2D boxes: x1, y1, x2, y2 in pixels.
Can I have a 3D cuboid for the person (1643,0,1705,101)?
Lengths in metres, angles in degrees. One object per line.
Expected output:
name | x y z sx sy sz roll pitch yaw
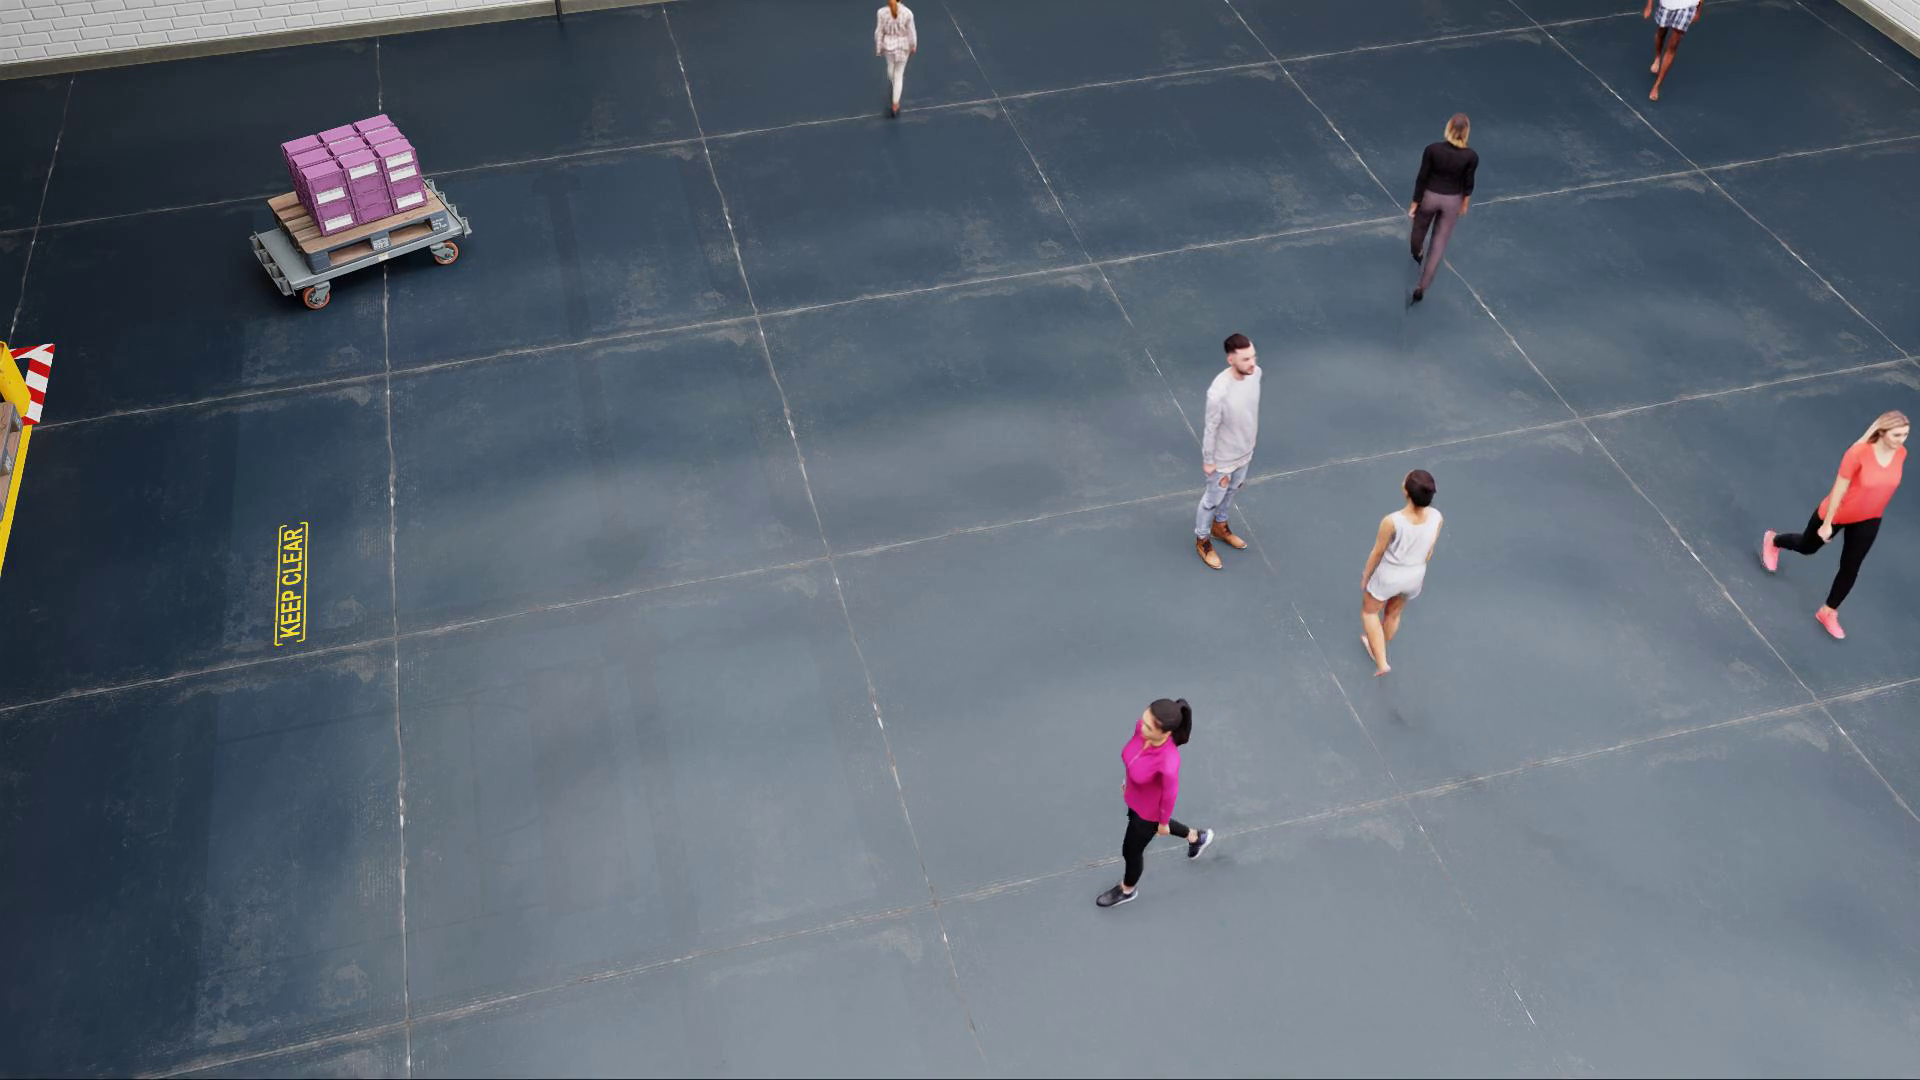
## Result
person | 7.016 -5.253 16.253 1.122 1.679 1.230 18 46 18

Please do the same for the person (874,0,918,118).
person | -0.626 -4.681 15.941 0.755 1.280 0.956 5 44 6

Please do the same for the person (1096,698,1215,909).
person | 1.127 1.428 9.240 0.634 1.679 0.888 -12 45 -12

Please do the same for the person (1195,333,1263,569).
person | 1.821 -0.635 11.288 0.763 1.841 0.770 34 53 31

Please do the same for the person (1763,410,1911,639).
person | 5.781 -0.206 10.966 0.716 1.664 1.145 -4 44 -4

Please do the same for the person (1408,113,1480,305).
person | 3.887 -2.649 13.546 0.929 1.643 1.080 12 45 12

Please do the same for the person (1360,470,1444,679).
person | 2.789 0.265 10.505 0.633 1.617 0.770 -8 44 -8
